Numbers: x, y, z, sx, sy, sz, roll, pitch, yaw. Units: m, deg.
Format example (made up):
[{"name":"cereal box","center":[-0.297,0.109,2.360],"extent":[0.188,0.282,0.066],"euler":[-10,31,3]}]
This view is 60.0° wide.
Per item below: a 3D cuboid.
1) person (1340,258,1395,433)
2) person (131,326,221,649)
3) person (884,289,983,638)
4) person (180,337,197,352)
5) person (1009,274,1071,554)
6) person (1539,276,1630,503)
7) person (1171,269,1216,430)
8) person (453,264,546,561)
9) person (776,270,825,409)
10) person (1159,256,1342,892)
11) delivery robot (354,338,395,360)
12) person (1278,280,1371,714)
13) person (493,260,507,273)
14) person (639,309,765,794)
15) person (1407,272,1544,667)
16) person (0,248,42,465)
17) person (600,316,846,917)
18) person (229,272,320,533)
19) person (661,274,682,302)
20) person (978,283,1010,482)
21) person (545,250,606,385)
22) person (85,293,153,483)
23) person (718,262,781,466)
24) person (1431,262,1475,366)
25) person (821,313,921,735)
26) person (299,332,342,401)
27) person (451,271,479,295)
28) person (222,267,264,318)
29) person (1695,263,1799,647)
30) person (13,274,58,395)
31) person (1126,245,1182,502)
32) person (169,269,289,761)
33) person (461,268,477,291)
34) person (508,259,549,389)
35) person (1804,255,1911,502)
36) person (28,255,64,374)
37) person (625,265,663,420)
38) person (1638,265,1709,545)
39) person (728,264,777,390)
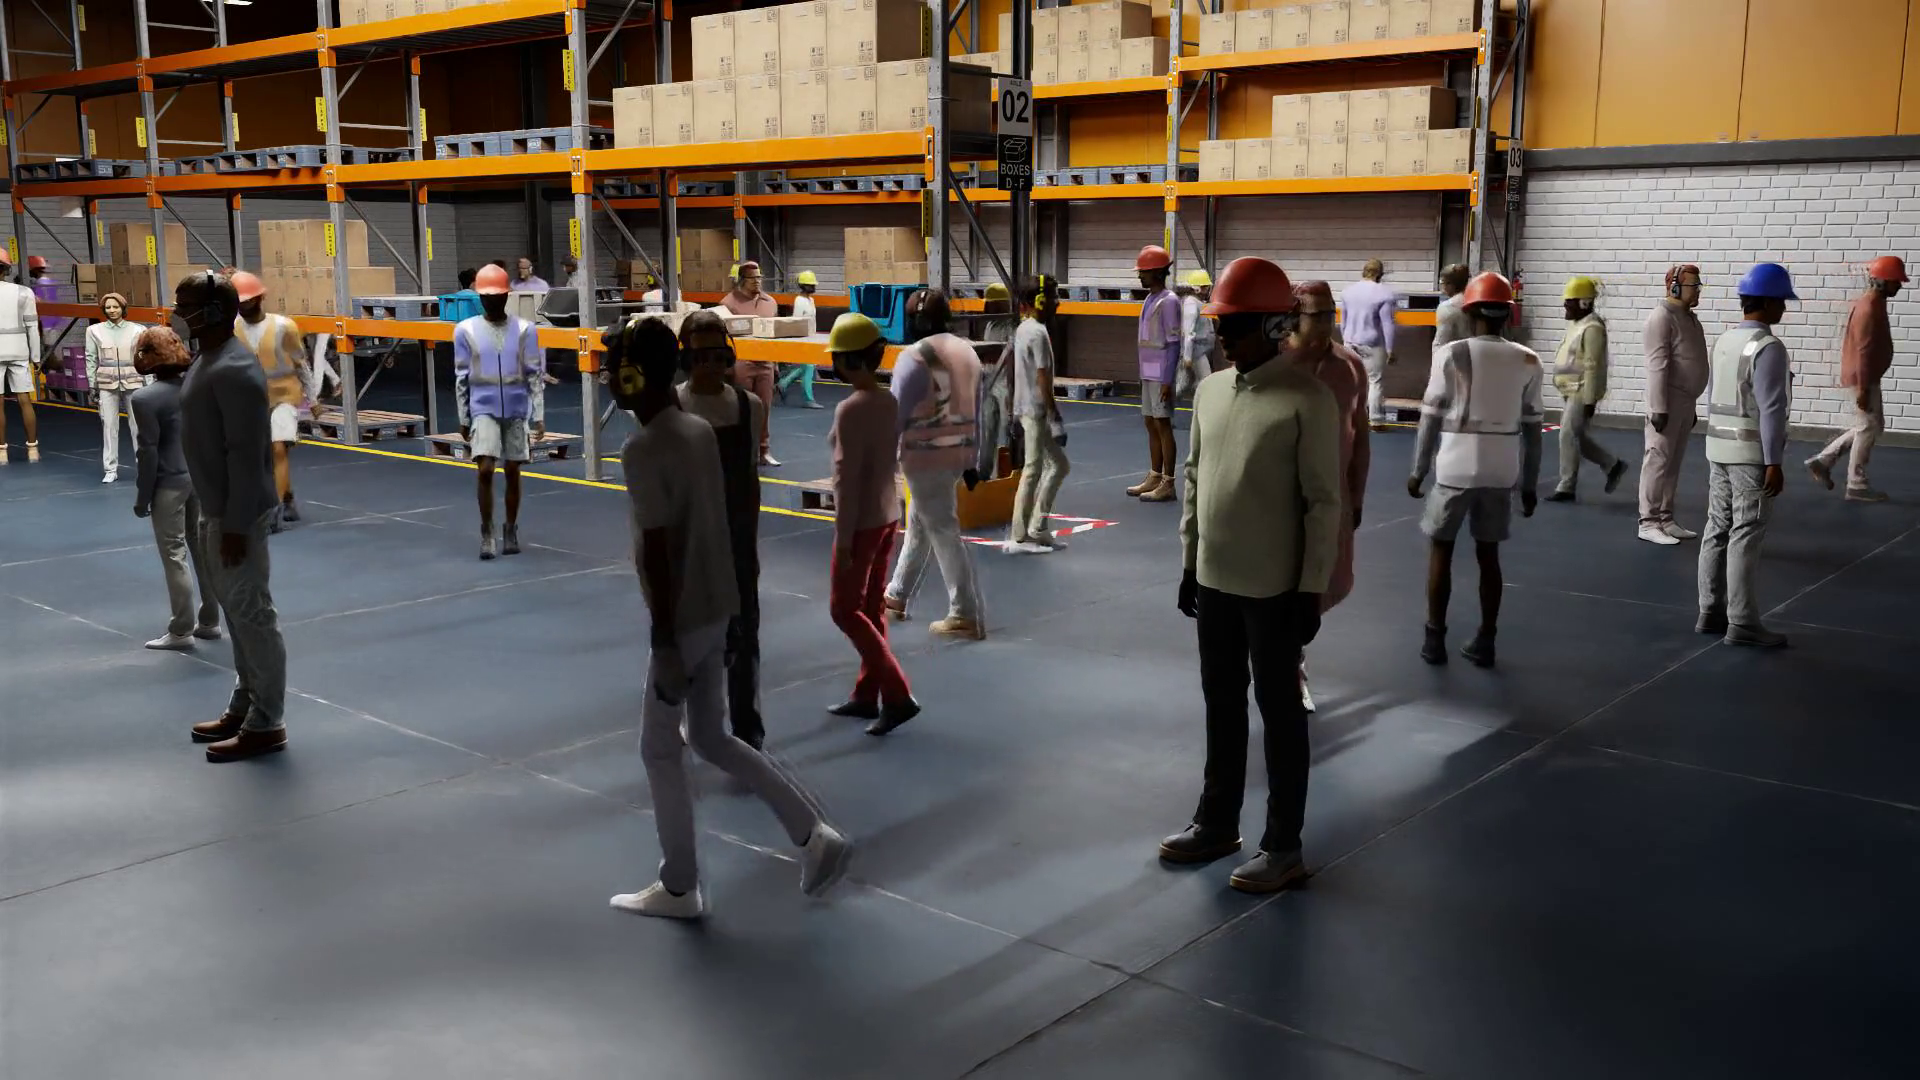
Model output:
[{"name":"person","center":[4.357,-2.114,18.224],"extent":[0.842,1.908,0.565],"euler":[9,13,40]},{"name":"person","center":[-3.983,-0.262,8.433],"extent":[0.285,1.633,0.499],"euler":[2,10,13]},{"name":"person","center":[-0.233,-0.408,8.782],"extent":[0.927,1.802,0.642],"euler":[6,11,29]},{"name":"person","center":[-12.471,-3.478,26.743],"extent":[0.507,1.631,0.276],"euler":[-3,10,-16]},{"name":"person","center":[0.568,-0.809,10.917],"extent":[0.556,1.851,0.539],"euler":[0,10,-2]},{"name":"person","center":[4.977,-1.176,13.151],"extent":[0.620,1.810,0.620],"euler":[1,10,7]},{"name":"person","center":[2.563,-2.090,18.385],"extent":[0.889,1.796,0.599],"euler":[2,10,11]},{"name":"person","center":[-2.974,-0.817,10.813],"extent":[0.546,1.914,0.722],"euler":[-4,11,-20]},{"name":"person","center":[-2.032,-2.530,21.015],"extent":[0.622,1.745,0.527],"euler":[2,10,11]},{"name":"person","center":[0.913,0.108,5.295],"extent":[0.374,1.993,0.623],"euler":[-7,12,-34]},{"name":"delivery robot","center":[-9.991,-3.267,28.342],"extent":[0.707,0.478,0.477],"euler":[0,10,3]},{"name":"person","center":[1.506,-0.209,7.402],"extent":[0.650,1.889,0.603],"euler":[-2,10,-13]},{"name":"person","center":[-8.084,-4.024,29.363],"extent":[0.664,1.805,0.678],"euler":[-2,10,-12]},{"name":"person","center":[-1.010,0.009,6.436],"extent":[0.510,1.809,0.937],"euler":[-5,11,-28]},{"name":"person","center":[2.478,-0.322,7.995],"extent":[0.588,1.906,0.468],"euler":[-1,10,-6]},{"name":"person","center":[-8.961,-1.723,15.585],"extent":[0.615,2.041,0.385],"euler":[-8,13,-39]},{"name":"person","center":[-0.719,0.255,4.949],"extent":[0.678,1.837,0.533],"euler":[3,10,15]},{"name":"person","center":[-4.975,-0.994,11.985],"extent":[0.586,1.851,1.028],"euler":[0,10,-1]},{"name":"person","center":[-4.145,-3.117,23.885],"extent":[0.391,1.917,0.593],"euler":[0,10,0]},{"name":"person","center":[0.301,-1.261,13.822],"extent":[0.425,1.738,0.503],"euler":[-5,11,-29]},{"name":"person","center":[-5.773,-3.328,24.728],"extent":[1.009,2.000,0.702],"euler":[-1,10,-4]},{"name":"person","center":[-7.265,-1.313,14.399],"extent":[0.522,1.640,0.306],"euler":[-4,11,-24]},{"name":"person","center":[-1.912,-1.591,15.266],"extent":[0.635,1.899,0.397],"euler":[-9,13,-41]},{"name":"person","center":[4.268,-1.412,14.214],"extent":[0.625,1.900,0.665],"euler":[9,13,42]},{"name":"person","center":[-0.387,-0.065,6.965],"extent":[0.441,1.767,0.535],"euler":[4,11,21]},{"name":"person","center":[-8.557,-2.800,22.266],"extent":[0.573,1.857,0.905],"euler":[3,11,19]},{"name":"person","center":[-7.161,-3.071,24.245],"extent":[0.535,1.697,0.322],"euler":[-5,11,-27]},{"name":"person","center":[-7.267,-1.832,16.808],"extent":[0.387,1.837,0.567],"euler":[8,13,39]},{"name":"person","center":[4.034,-0.434,8.519],"extent":[0.387,1.948,0.601],"euler":[-1,10,-4]},{"name":"person","center":[-12.886,-2.861,23.120],"extent":[0.585,1.664,0.615],"euler":[5,11,28]},{"name":"person","center":[1.553,-1.325,13.325],"extent":[0.382,2.039,0.615],"euler":[-2,10,-12]},{"name":"person","center":[-2.912,-0.098,6.627],"extent":[0.372,1.940,0.627],"euler":[-6,12,-31]},{"name":"person","center":[-9.324,-4.383,31.896],"extent":[0.499,1.633,0.286],"euler":[-9,13,-41]},{"name":"person","center":[-6.106,-3.008,23.421],"extent":[0.646,1.866,0.937],"euler":[1,10,5]},{"name":"person","center":[7.180,-1.275,13.243],"extent":[0.567,1.967,0.641],"euler":[6,11,29]},{"name":"person","center":[-13.187,-3.133,23.965],"extent":[0.422,1.925,0.577],"euler":[0,10,0]},{"name":"person","center":[-3.532,-2.264,19.284],"extent":[0.989,1.819,0.554],"euler":[9,13,40]},{"name":"person","center":[4.932,-0.932,11.471],"extent":[0.410,1.908,0.643],"euler":[9,13,41]},{"name":"person","center":[-2.923,-2.883,22.888],"extent":[0.774,1.809,0.600],"euler":[2,10,13]}]
